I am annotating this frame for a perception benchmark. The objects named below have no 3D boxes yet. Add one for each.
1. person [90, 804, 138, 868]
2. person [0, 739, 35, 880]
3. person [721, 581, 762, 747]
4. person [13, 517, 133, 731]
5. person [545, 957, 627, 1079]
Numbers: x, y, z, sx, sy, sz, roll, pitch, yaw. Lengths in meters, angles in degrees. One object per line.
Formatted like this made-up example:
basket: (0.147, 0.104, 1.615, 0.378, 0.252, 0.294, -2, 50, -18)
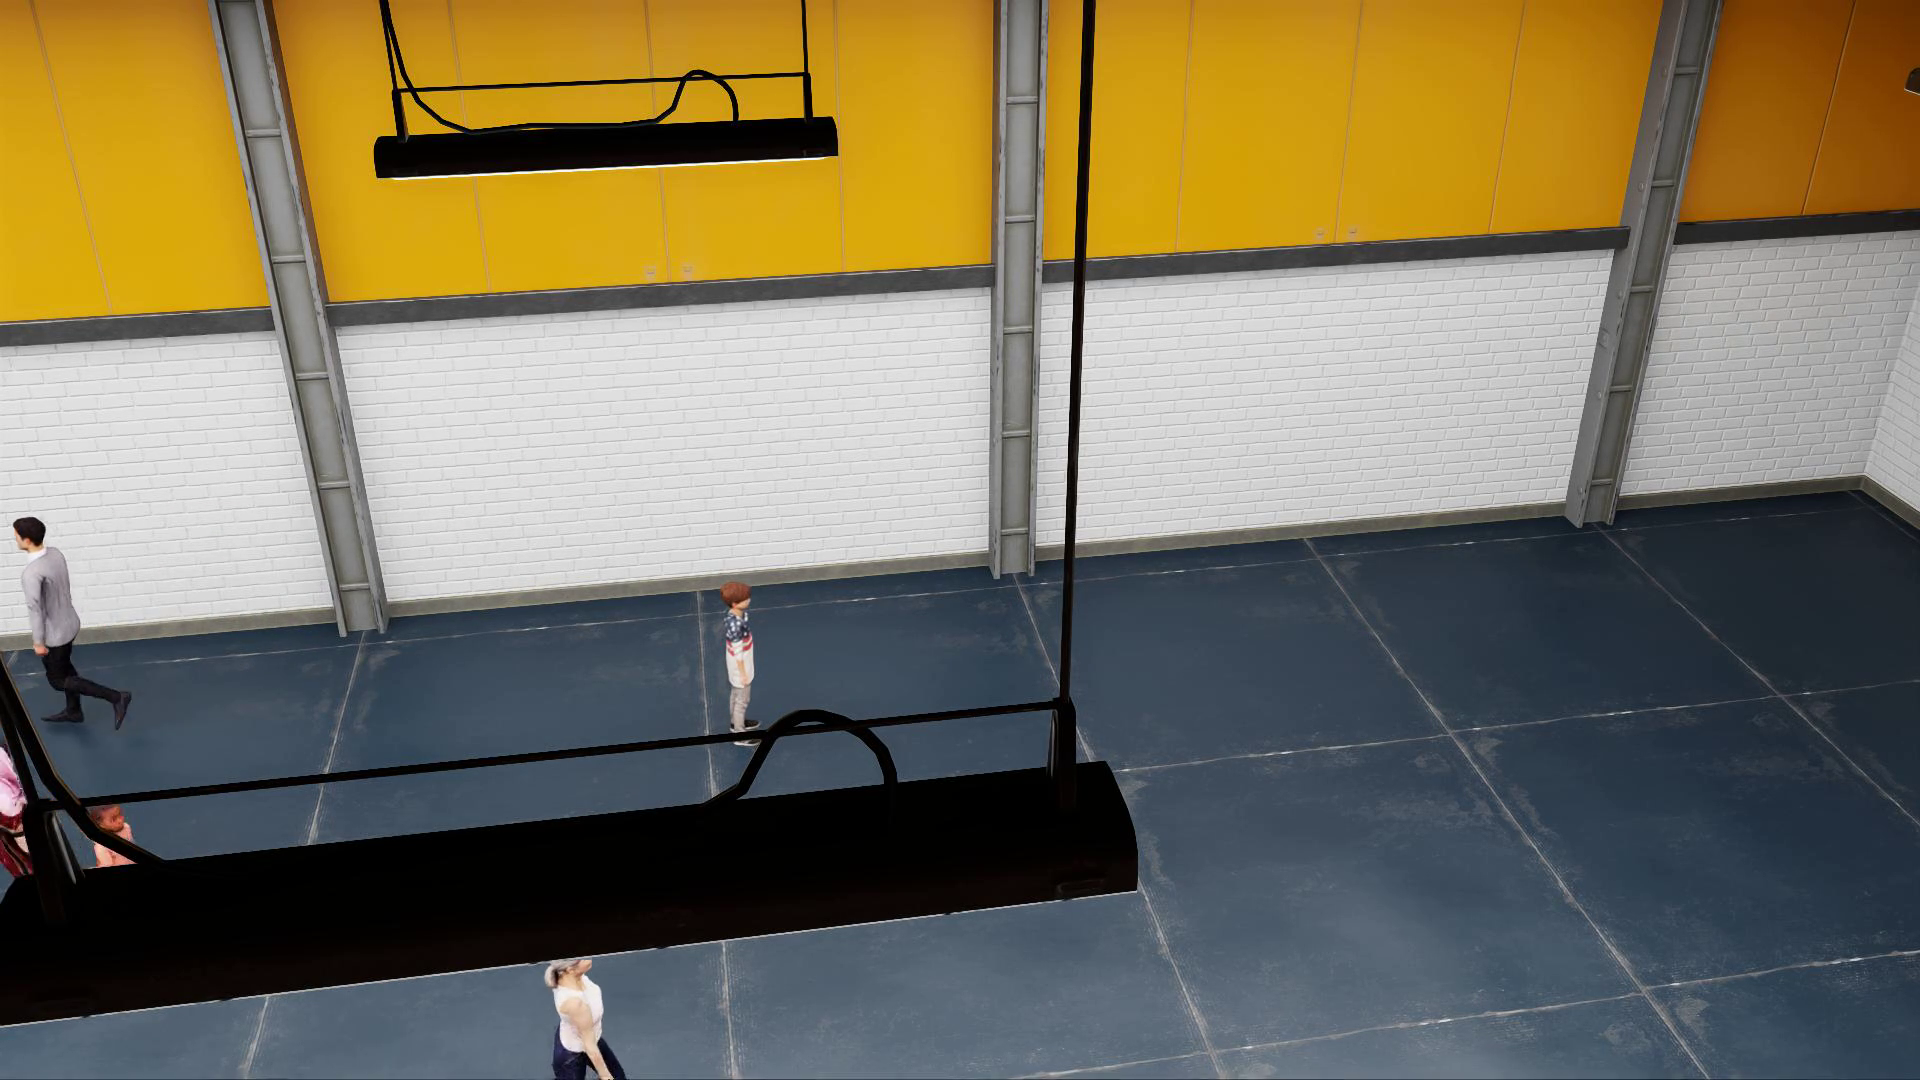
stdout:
person: (-5.605, 2.265, 11.043, 0.935, 1.304, 0.745, 9, 30, 17)
person: (-6.328, 2.055, 11.083, 0.862, 1.635, 0.828, -20, 34, -32)
person: (-1.764, 0.963, 13.291, 0.468, 1.439, 0.525, -6, 29, -12)
person: (-7.139, 0.699, 13.289, 0.996, 1.904, 0.729, -5, 29, -8)
person: (-2.249, 2.949, 9.413, 1.122, 1.664, 0.691, -8, 30, -14)
